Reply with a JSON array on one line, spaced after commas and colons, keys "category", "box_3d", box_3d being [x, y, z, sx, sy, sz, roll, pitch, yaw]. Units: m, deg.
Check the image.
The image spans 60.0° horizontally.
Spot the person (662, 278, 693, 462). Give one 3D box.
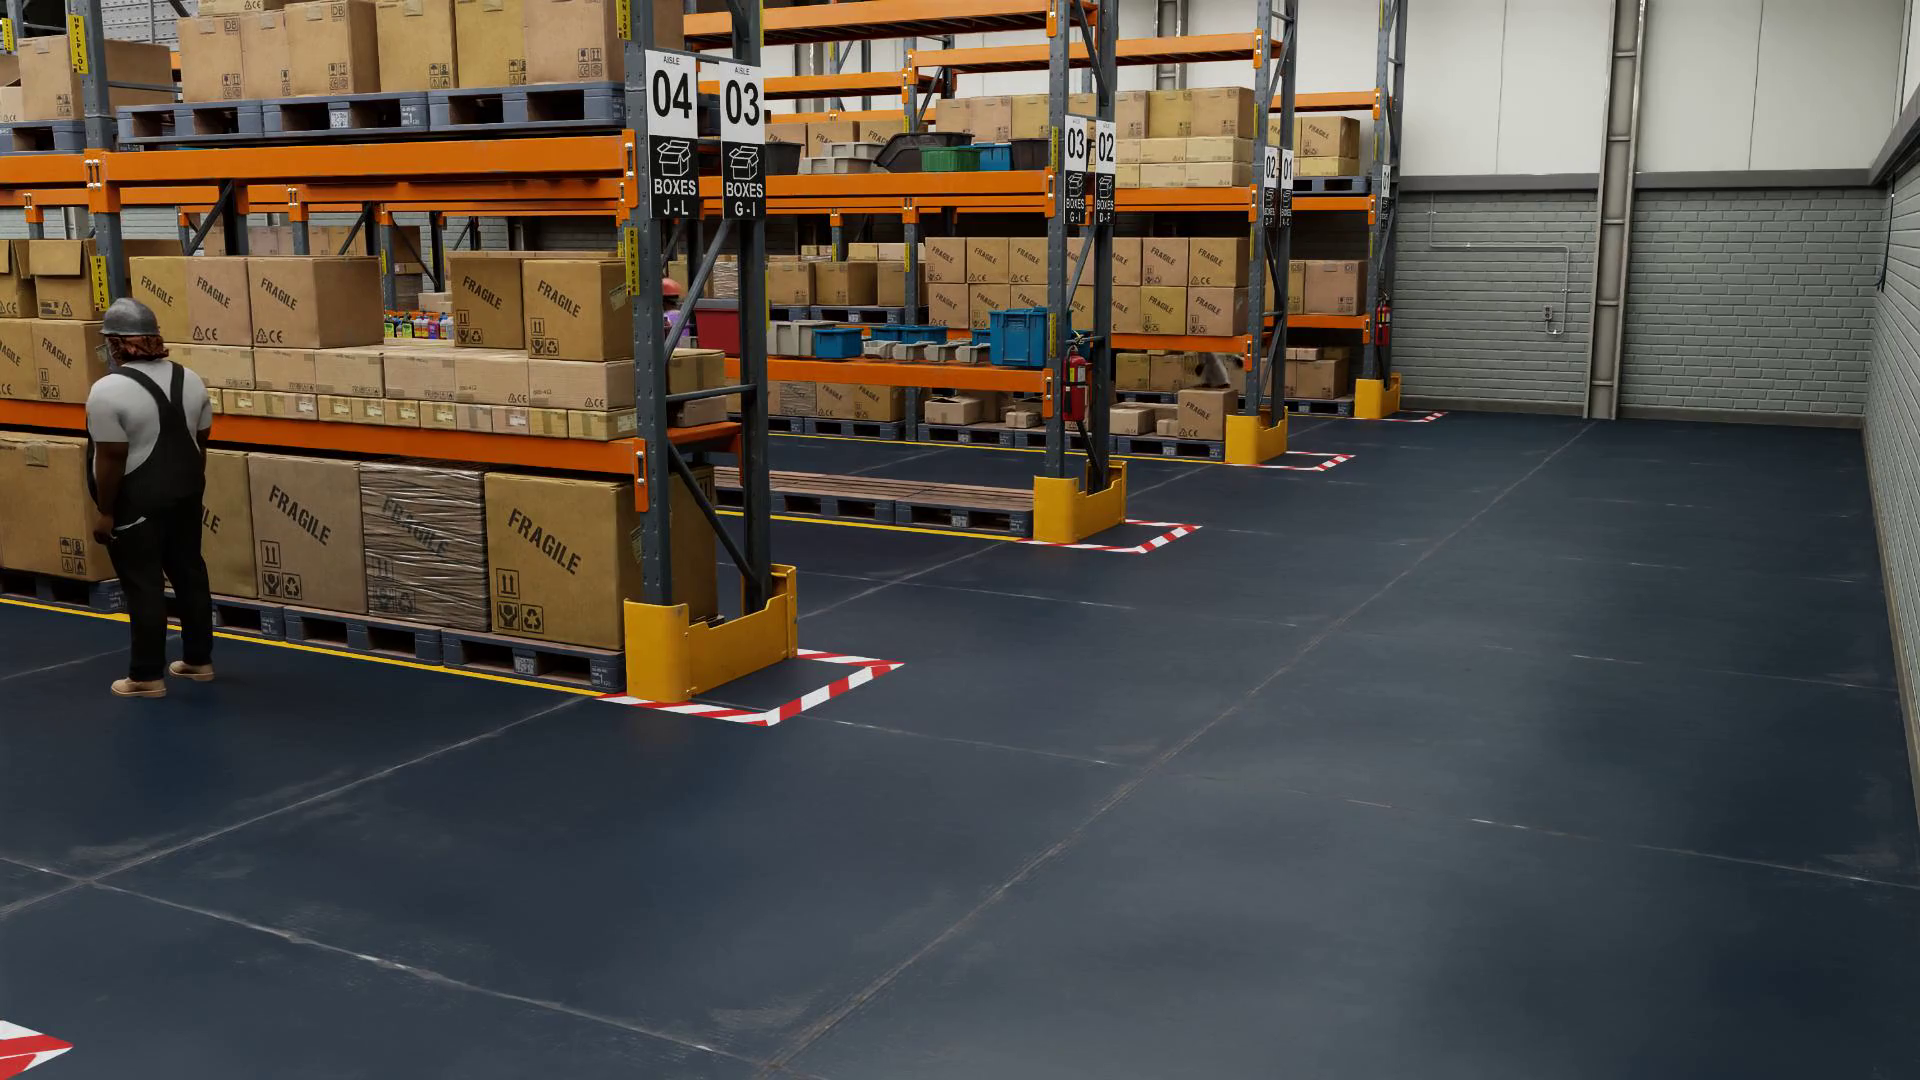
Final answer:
[{"category": "person", "box_3d": [-2.890, -1.658, 16.697, 0.449, 1.935, 0.565, 8, 13, 36]}]

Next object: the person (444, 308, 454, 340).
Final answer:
[{"category": "person", "box_3d": [-4.283, -1.218, 14.367, 0.975, 1.892, 0.660, 6, 12, 28]}]

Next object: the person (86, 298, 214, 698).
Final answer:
[{"category": "person", "box_3d": [-4.201, -0.220, 8.542, 0.536, 2.000, 0.672, 4, 11, 21]}]

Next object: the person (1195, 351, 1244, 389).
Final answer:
[{"category": "person", "box_3d": [2.949, -2.100, 18.943, 1.052, 1.987, 0.611, 5, 11, 25]}]
